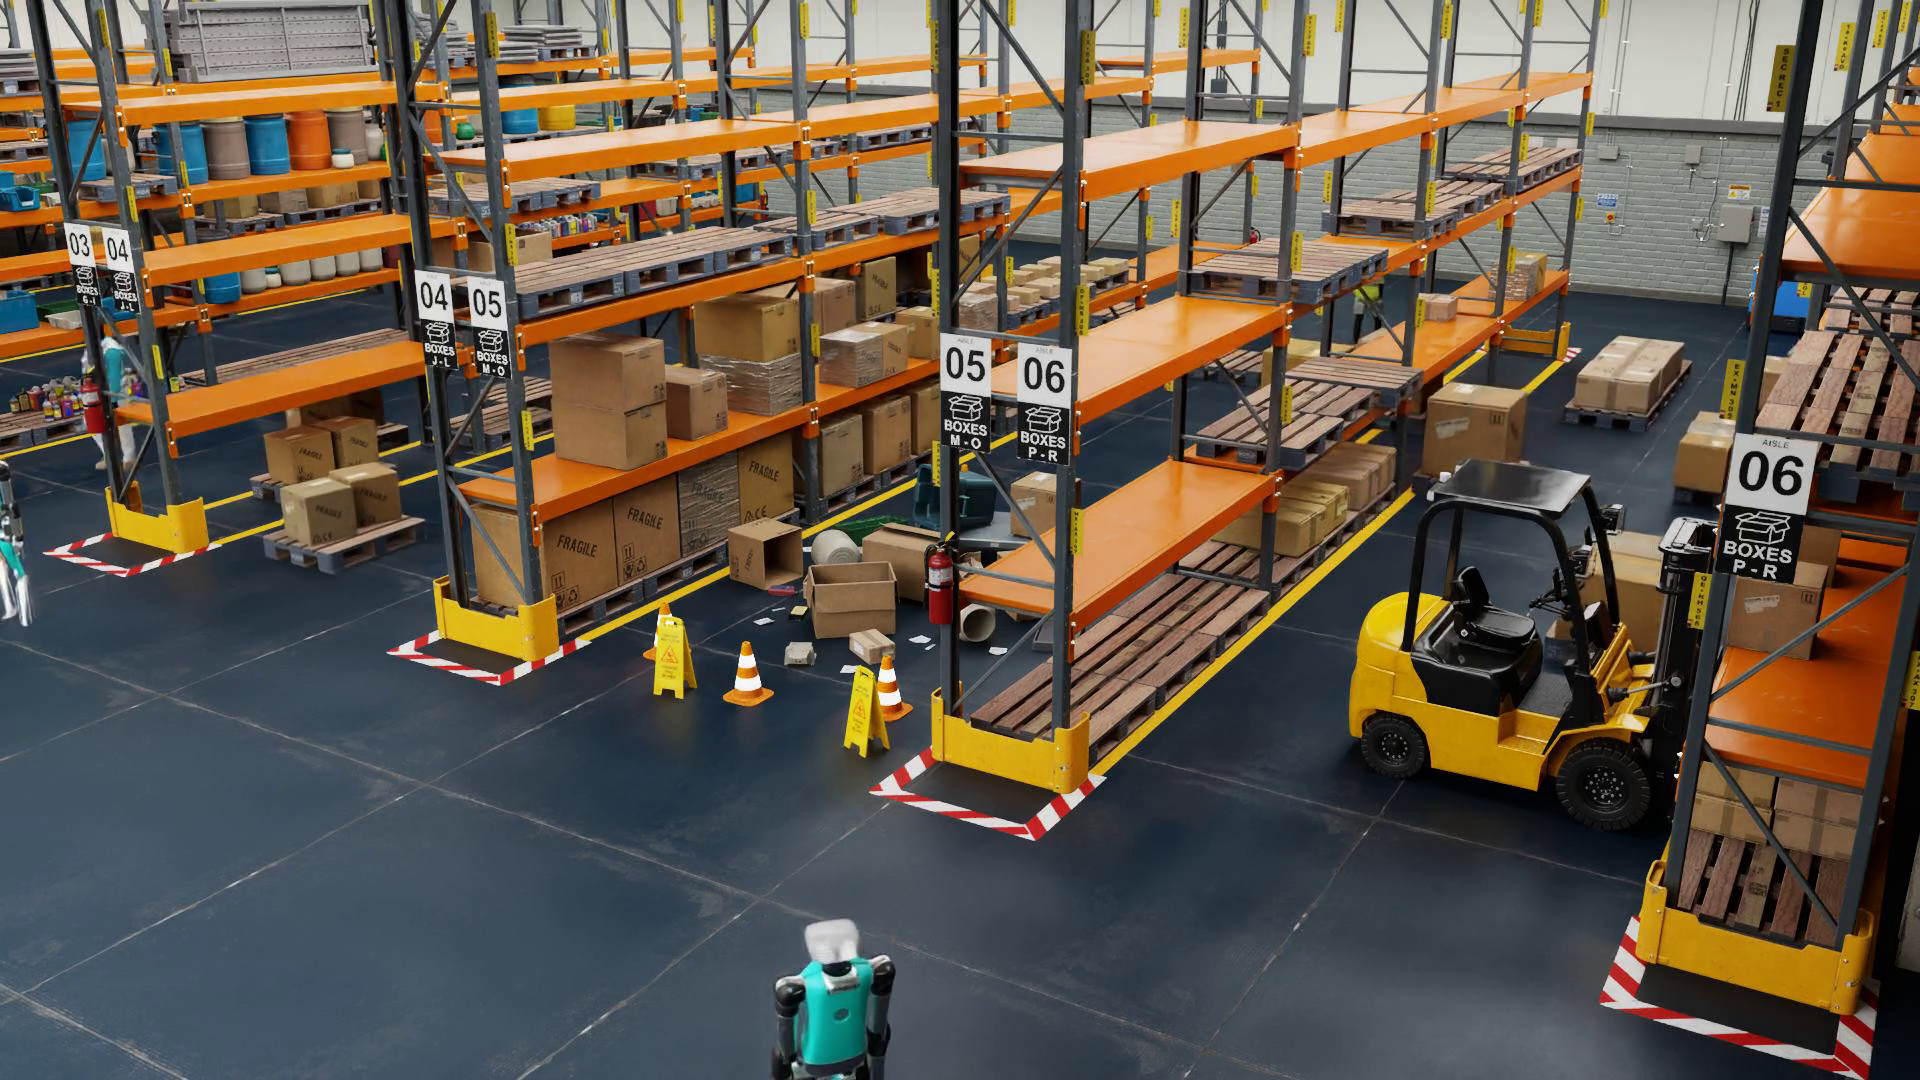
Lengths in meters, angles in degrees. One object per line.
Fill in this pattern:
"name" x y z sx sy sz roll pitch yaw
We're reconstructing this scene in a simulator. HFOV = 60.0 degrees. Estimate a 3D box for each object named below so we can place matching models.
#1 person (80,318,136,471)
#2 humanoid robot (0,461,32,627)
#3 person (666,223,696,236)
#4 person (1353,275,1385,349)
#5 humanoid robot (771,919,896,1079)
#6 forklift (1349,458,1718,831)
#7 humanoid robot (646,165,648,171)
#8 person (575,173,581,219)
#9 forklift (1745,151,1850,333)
"person" -9.782 -1.648 18.994 0.647 1.823 0.551 14 23 34
"humanoid robot" -8.438 -0.050 14.615 0.540 1.827 0.792 -4 19 -10
"person" -5.953 -7.276 35.541 0.913 1.642 0.482 11 22 29
"person" 6.245 -3.683 25.114 0.819 1.655 0.551 -17 25 -40
"humanoid robot" -0.640 2.383 7.460 0.537 1.752 0.774 -8 21 -22
"forklift" 3.988 0.658 11.776 2.313 2.155 1.214 11 22 29
"humanoid robot" -6.853 -7.823 37.155 0.589 1.632 0.751 -16 25 -38
"person" -8.877 -8.130 37.844 0.511 1.752 0.935 -11 22 -29
"forklift" 13.620 -4.667 26.137 1.873 2.768 1.129 11 22 29
